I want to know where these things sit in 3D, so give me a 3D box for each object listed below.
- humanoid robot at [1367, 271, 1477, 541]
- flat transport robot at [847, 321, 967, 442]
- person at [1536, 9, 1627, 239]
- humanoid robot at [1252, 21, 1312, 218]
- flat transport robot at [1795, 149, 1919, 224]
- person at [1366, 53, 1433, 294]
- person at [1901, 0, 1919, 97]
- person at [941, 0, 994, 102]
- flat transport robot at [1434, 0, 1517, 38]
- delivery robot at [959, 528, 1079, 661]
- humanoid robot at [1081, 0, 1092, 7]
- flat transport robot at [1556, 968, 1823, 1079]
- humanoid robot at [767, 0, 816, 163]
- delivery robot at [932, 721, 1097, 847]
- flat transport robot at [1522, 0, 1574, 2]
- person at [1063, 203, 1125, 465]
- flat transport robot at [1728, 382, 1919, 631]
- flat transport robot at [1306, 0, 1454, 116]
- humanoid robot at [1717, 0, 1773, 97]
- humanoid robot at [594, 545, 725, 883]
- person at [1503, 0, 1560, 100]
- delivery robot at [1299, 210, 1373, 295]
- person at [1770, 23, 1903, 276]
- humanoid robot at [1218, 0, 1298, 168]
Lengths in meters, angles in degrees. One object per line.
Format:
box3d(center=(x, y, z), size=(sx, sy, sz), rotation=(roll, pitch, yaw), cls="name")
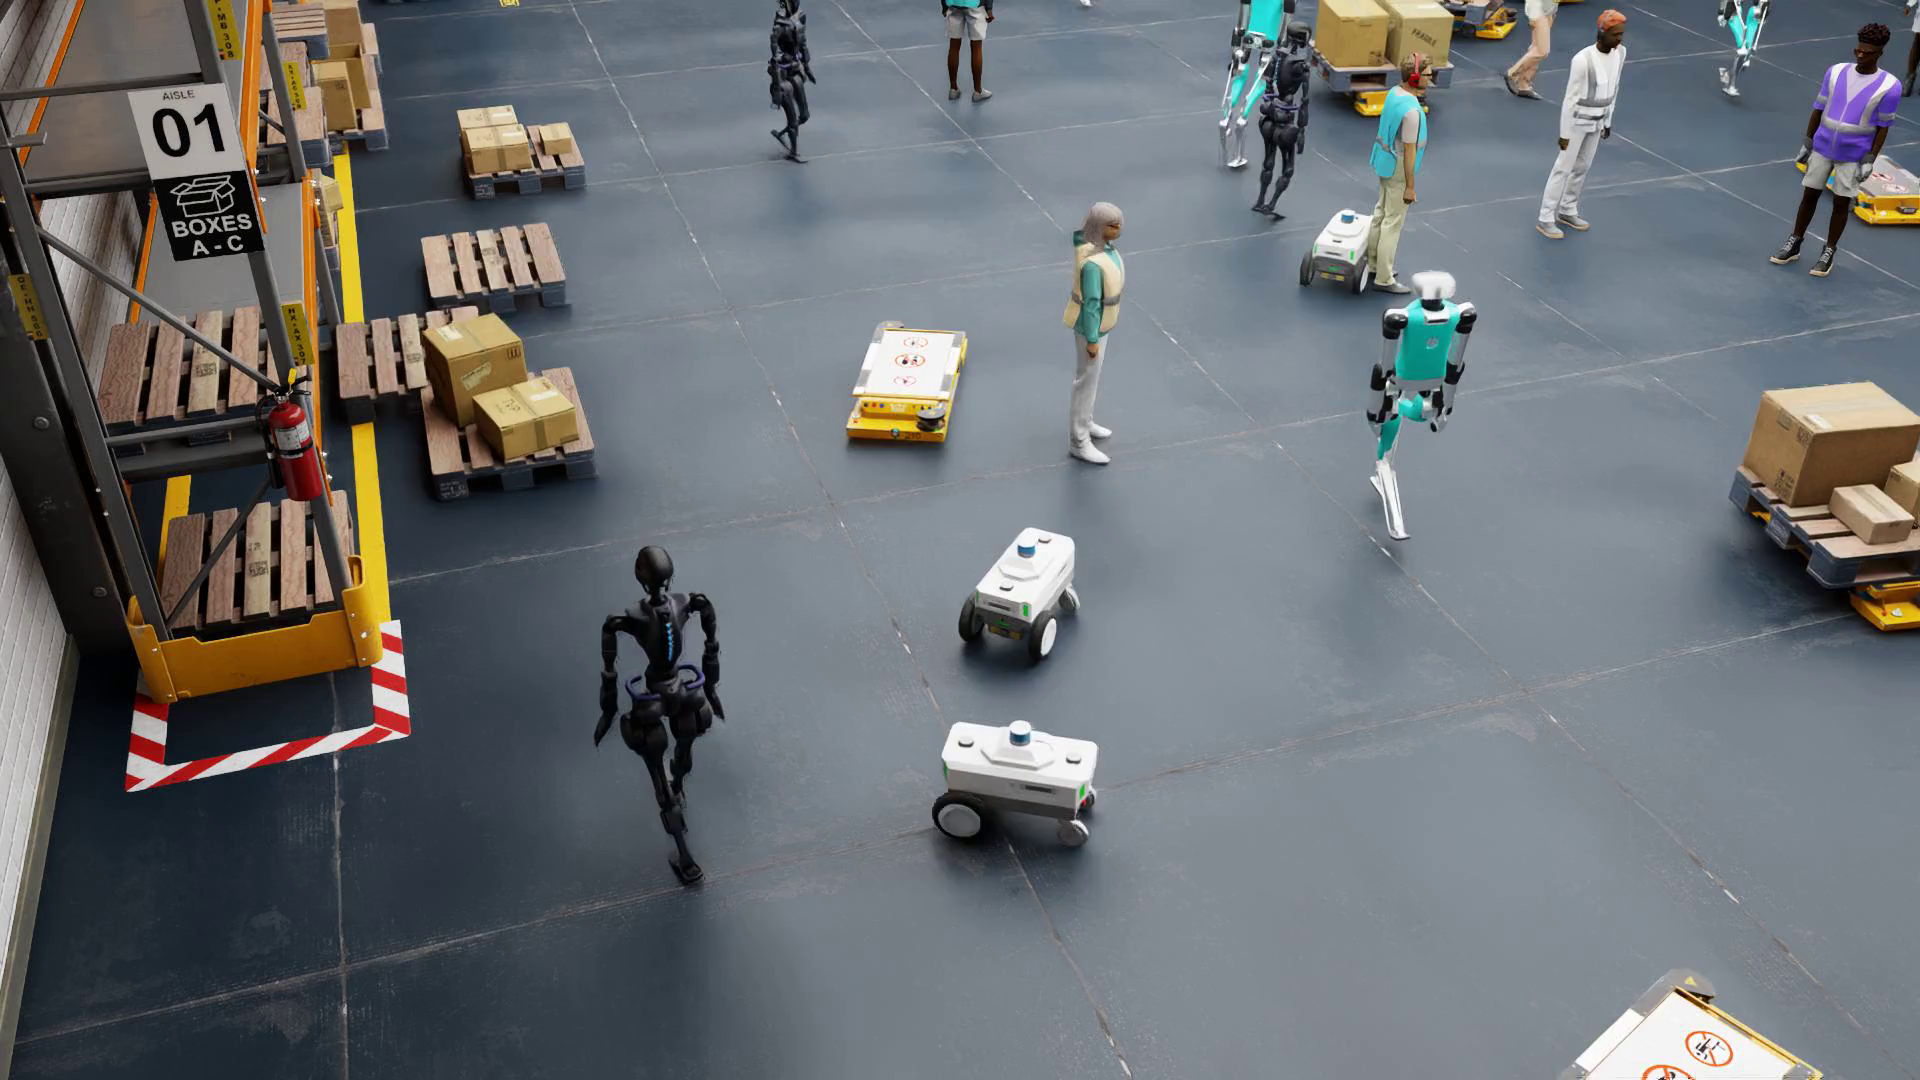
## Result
box3d(center=(2.605, -0.861, 9.840), size=(0.540, 1.729, 1.037), rotation=(-4, 33, -6), cls="humanoid robot")
box3d(center=(-0.349, -1.115, 11.568), size=(0.659, 0.231, 1.431), rotation=(4, 33, 5), cls="flat transport robot")
box3d(center=(5.118, -3.395, 13.605), size=(0.590, 1.873, 0.364), rotation=(-20, 38, -28), cls="person")
box3d(center=(2.694, -3.538, 13.994), size=(0.350, 1.647, 0.608), rotation=(-15, 36, -21), cls="humanoid robot")
box3d(center=(8.024, -3.131, 14.661), size=(0.659, 0.231, 1.431), rotation=(-1, 33, -2), cls="flat transport robot")
box3d(center=(3.335, -2.798, 12.706), size=(0.390, 1.846, 0.565), rotation=(-2, 33, -4), cls="person")
box3d(center=(9.774, -5.364, 16.577), size=(0.558, 1.916, 0.446), rotation=(24, 40, 32), cls="person")
box3d(center=(0.060, -5.318, 16.485), size=(0.565, 1.940, 0.410), rotation=(11, 35, 17), cls="person")
box3d(center=(5.593, -6.000, 19.061), size=(1.431, 0.231, 0.659), rotation=(17, 37, 24), cls="flat transport robot")
box3d(center=(0.355, 0.278, 9.178), size=(0.514, 0.603, 0.775), rotation=(15, 36, 21), cls="delivery robot")
box3d(center=(1.382, -7.235, 19.652), size=(0.538, 1.772, 1.022), rotation=(-10, 34, -14), cls="humanoid robot")
box3d(center=(2.691, 2.236, 6.429), size=(1.431, 0.231, 0.659), rotation=(-26, 41, -33), cls="flat transport robot")
box3d(center=(-1.587, -4.218, 15.053), size=(0.535, 1.623, 0.632), rotation=(17, 37, 24), cls="humanoid robot")
box3d(center=(0.251, 1.117, 7.889), size=(0.775, 0.601, 0.499), rotation=(7, 34, 11), cls="delivery robot")
box3d(center=(6.915, -6.854, 20.371), size=(0.659, 0.231, 1.431), rotation=(-8, 34, -13), cls="flat transport robot")
box3d(center=(0.838, -1.334, 10.589), size=(0.367, 1.705, 0.490), rotation=(7, 34, 10), cls="person")
box3d(center=(5.306, 0.035, 9.805), size=(0.659, 0.231, 1.431), rotation=(-6, 34, -8), cls="flat transport robot")
box3d(center=(4.234, -4.647, 16.986), size=(0.659, 0.231, 1.431), rotation=(-3, 33, -5), cls="flat transport robot")
box3d(center=(7.863, -5.239, 16.537), size=(0.539, 1.731, 0.977), rotation=(0, 33, 1), cls="humanoid robot")
box3d(center=(-1.362, 0.727, 7.496), size=(0.599, 1.629, 0.765), rotation=(-17, 37, -24), cls="humanoid robot")
box3d(center=(5.839, -5.218, 16.587), size=(0.425, 1.647, 0.520), rotation=(21, 39, 29), cls="person")
box3d(center=(3.018, -2.292, 13.122), size=(0.499, 0.606, 0.796), rotation=(15, 36, 21), cls="delivery robot")
box3d(center=(6.866, -3.044, 12.975), size=(0.368, 1.966, 0.605), rotation=(-26, 41, -34), cls="person")
box3d(center=(2.571, -4.122, 14.902), size=(0.540, 1.849, 0.788), rotation=(19, 38, 27), cls="humanoid robot")
